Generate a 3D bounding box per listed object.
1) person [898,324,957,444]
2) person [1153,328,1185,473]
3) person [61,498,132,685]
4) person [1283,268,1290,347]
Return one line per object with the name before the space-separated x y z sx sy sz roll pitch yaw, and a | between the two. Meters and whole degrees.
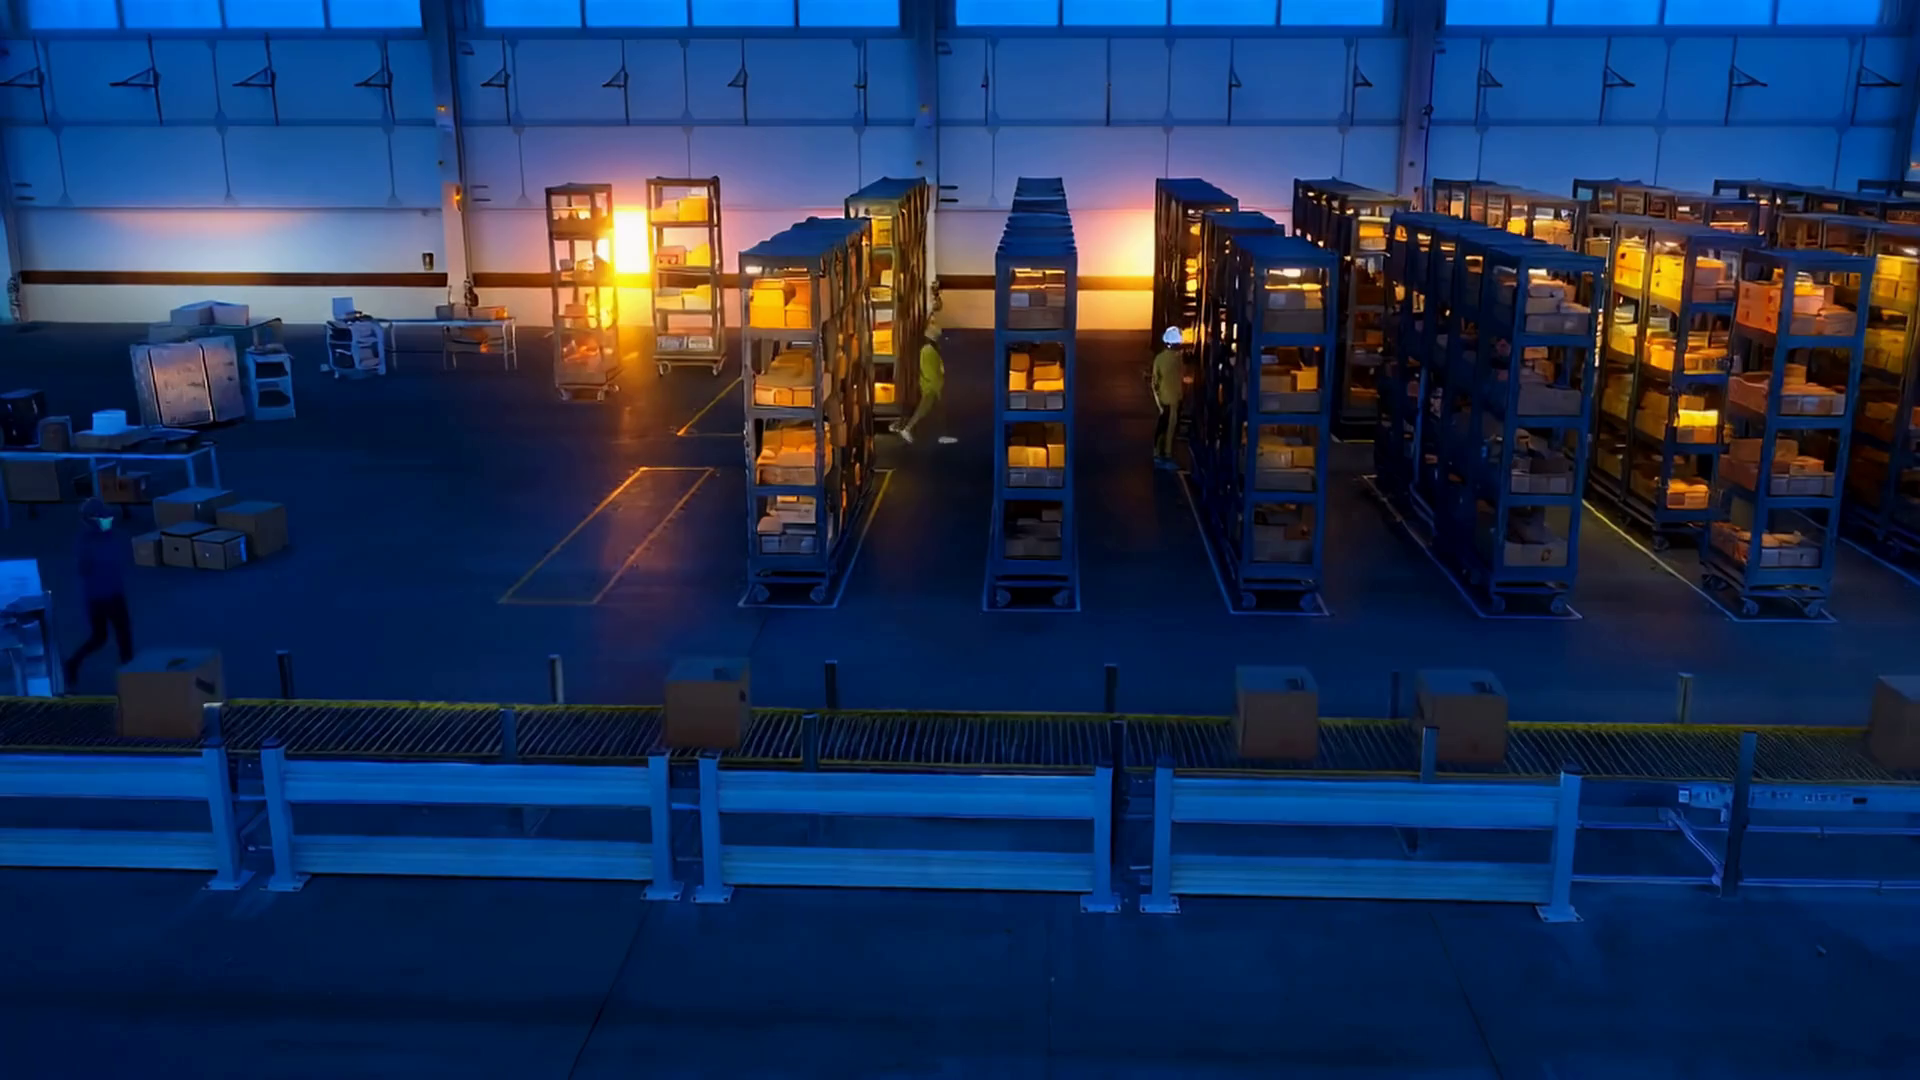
person | -0.485 -2.294 24.641 0.800 1.804 0.590 0 15 1
person | 2.906 -1.937 22.950 0.393 1.992 0.622 12 19 38
person | -7.519 0.478 14.469 0.642 1.750 0.529 3 15 10
person | 6.303 -4.540 32.962 0.879 1.815 0.577 1 15 2
